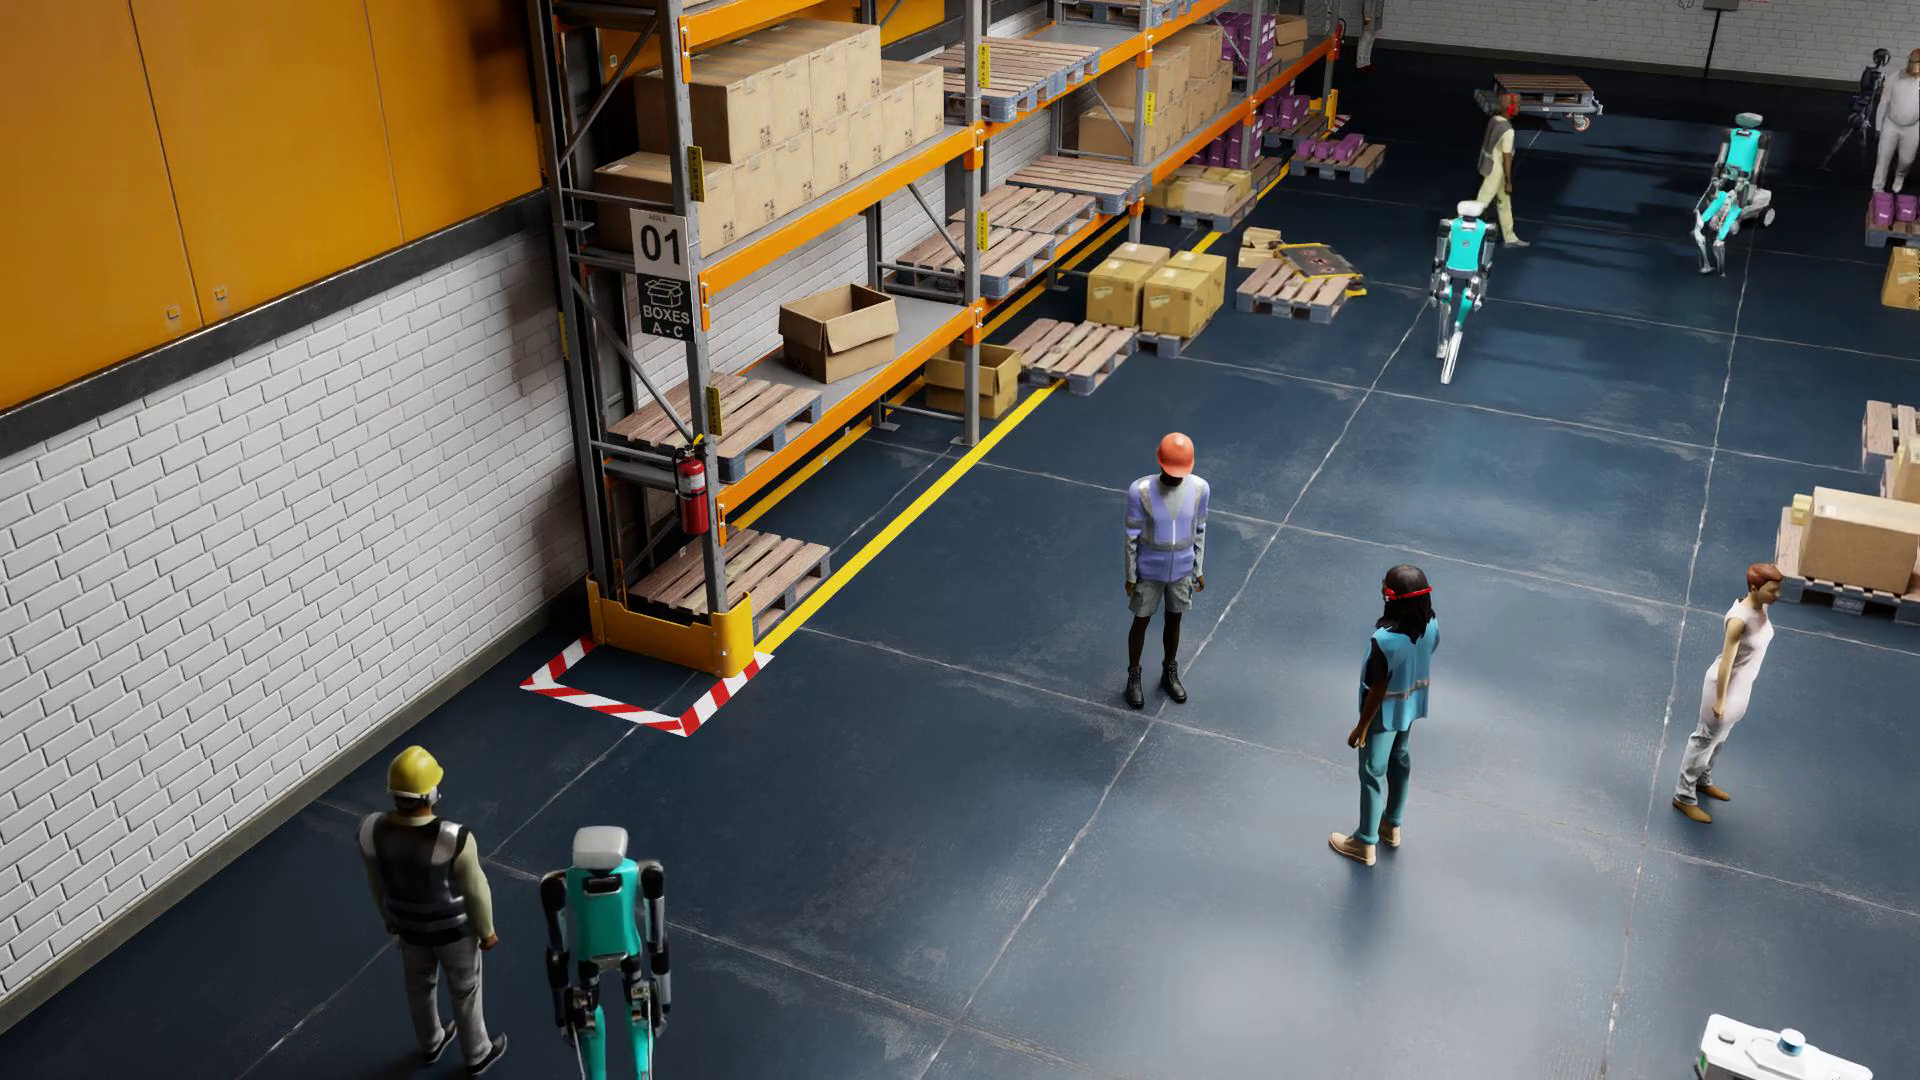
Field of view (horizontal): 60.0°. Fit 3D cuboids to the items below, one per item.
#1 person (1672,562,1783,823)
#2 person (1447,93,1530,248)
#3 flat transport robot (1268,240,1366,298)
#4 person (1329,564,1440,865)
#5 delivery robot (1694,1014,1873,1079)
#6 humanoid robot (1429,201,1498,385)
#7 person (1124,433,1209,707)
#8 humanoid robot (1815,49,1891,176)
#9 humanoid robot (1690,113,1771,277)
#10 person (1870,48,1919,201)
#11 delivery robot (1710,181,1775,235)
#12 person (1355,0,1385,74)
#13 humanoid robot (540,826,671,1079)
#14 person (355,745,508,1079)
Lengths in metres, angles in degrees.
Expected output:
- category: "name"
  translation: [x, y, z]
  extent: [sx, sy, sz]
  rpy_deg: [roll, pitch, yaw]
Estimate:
- category: "person"
  translation: [4.478, 0.860, 9.663]
  extent: [0.272, 1.659, 0.455]
  rpy_deg: [25, 37, 38]
- category: "person"
  translation: [6.061, -4.157, 18.825]
  extent: [0.993, 1.797, 0.571]
  rpy_deg: [1, 28, 2]
- category: "flat transport robot"
  translation: [3.890, -2.979, 18.252]
  extent: [0.659, 0.231, 1.431]
  rpy_deg: [-4, 29, -8]
- category: "person"
  translation: [2.385, 0.971, 9.245]
  extent: [0.538, 1.865, 0.382]
  rpy_deg: [-22, 35, -35]
- category: "delivery robot"
  translation: [3.815, 2.531, 7.727]
  extent: [0.785, 0.589, 0.499]
  rpy_deg: [16, 32, 27]
- category: "humanoid robot"
  translation: [4.713, -2.416, 15.710]
  extent: [0.534, 1.769, 1.019]
  rpy_deg: [8, 29, 15]
- category: "person"
  translation: [1.315, 0.189, 10.633]
  extent: [0.543, 1.927, 0.370]
  rpy_deg: [-5, 29, -10]
- category: "humanoid robot"
  translation: [11.701, -5.555, 21.589]
  extent: [0.777, 1.624, 0.602]
  rpy_deg: [8, 29, 14]
- category: "humanoid robot"
  translation: [8.243, -3.675, 18.023]
  extent: [0.803, 1.791, 0.556]
  rpy_deg: [-21, 35, -33]
- category: "person"
  translation: [11.624, -5.113, 20.505]
  extent: [0.645, 1.892, 0.658]
  rpy_deg: [16, 32, 26]
- category: "delivery robot"
  translation: [9.322, -3.970, 19.808]
  extent: [0.812, 0.614, 0.499]
  rpy_deg: [-19, 34, -31]
- category: "person"
  translation: [6.664, -8.479, 26.806]
  extent: [0.361, 1.829, 0.515]
  rpy_deg: [21, 35, 34]
- category: "humanoid robot"
  translation: [-1.466, 2.195, 7.127]
  extent: [0.550, 1.755, 1.003]
  rpy_deg: [-6, 29, -11]
- category: "person"
  translation: [-2.462, 1.766, 7.822]
  extent: [0.593, 1.821, 0.403]
  rpy_deg: [6, 29, 11]
